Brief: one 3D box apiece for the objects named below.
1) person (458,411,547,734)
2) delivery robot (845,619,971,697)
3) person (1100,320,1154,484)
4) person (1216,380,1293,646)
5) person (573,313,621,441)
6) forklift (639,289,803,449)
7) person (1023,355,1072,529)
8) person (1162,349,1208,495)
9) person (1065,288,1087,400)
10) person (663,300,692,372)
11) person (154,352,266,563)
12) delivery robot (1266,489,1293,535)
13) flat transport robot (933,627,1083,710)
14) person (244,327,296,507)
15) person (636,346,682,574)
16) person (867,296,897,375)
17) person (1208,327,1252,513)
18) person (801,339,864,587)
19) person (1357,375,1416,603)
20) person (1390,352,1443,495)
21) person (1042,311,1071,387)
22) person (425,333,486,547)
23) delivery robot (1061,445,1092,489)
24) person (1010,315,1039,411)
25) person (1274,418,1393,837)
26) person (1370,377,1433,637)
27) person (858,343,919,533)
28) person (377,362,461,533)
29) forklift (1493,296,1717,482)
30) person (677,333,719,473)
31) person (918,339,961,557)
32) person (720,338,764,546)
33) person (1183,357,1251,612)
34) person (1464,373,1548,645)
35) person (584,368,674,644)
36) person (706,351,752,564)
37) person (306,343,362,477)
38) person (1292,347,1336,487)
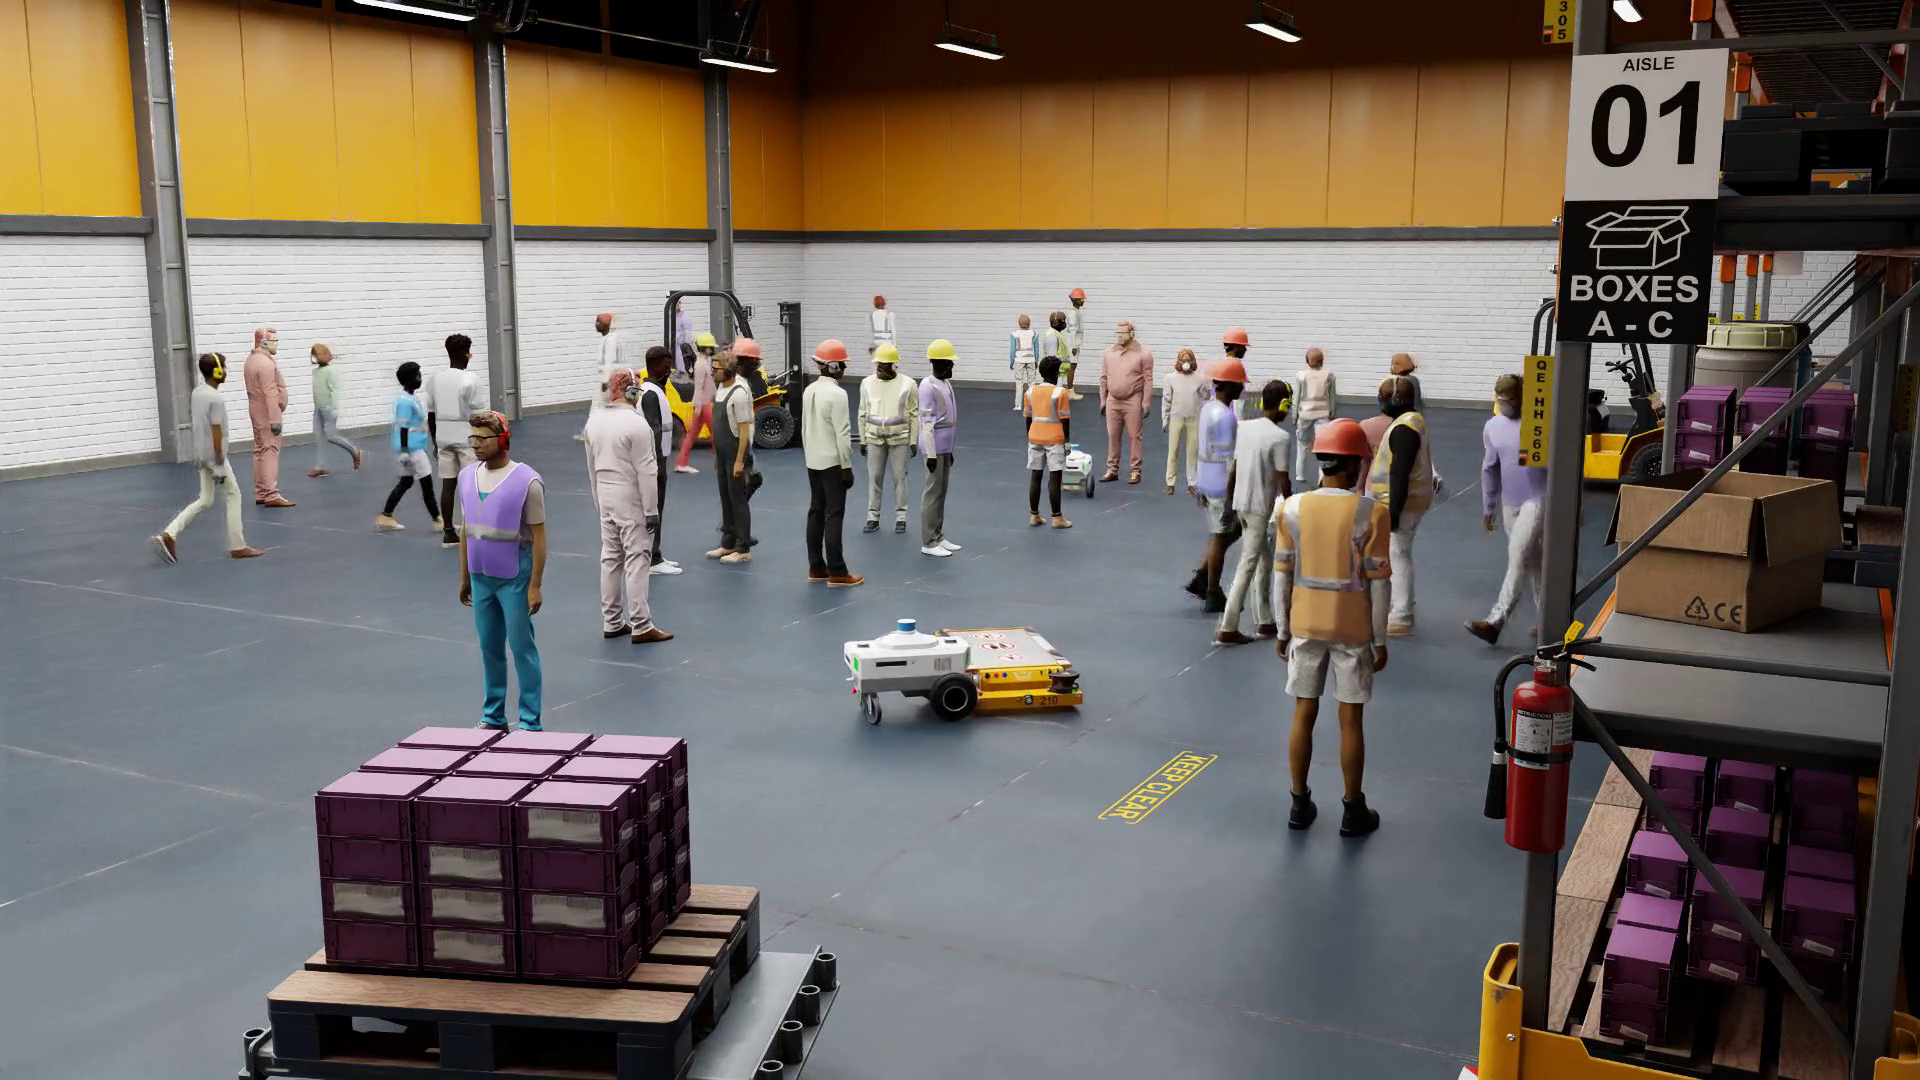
[{"bbox_3d":[-2.488,0.213,9.061,0.569,1.844,0.378,5,11,27],"label":"person"},{"bbox_3d":[-0.310,0.704,9.682,0.707,0.478,0.477,-2,10,-12],"label":"delivery robot"},{"bbox_3d":[1.916,-1.605,19.415,0.652,1.906,0.403,6,11,29],"label":"person"},{"bbox_3d":[2.100,-0.184,11.404,0.790,1.823,0.538,-5,11,-25],"label":"person"},{"bbox_3d":[-5.025,-2.318,23.772,0.979,1.833,0.596,-4,11,-24],"label":"person"},{"bbox_3d":[-3.358,-2.392,23.136,2.313,2.155,1.214,-1,10,-5],"label":"forklift"},{"bbox_3d":[0.863,-0.952,16.252,0.529,1.692,0.321,8,13,38],"label":"person"},{"bbox_3d":[2.498,-1.312,18.502,0.508,1.631,0.269,0,10,1],"label":"person"},{"bbox_3d":[2.130,-3.591,30.510,0.393,2.044,0.609,2,10,9],"label":"person"},{"bbox_3d":[-5.043,-3.344,29.475,0.652,1.908,0.409,9,13,41],"label":"person"},{"bbox_3d":[-6.562,-0.704,14.429,0.522,1.836,0.836,9,13,41],"label":"person"},{"bbox_3d":[2.957,-0.226,15.063,0.477,0.478,0.707,2,10,12],"label":"delivery robot"},{"bbox_3d":[0.264,0.772,10.376,0.652,0.197,1.431,-2,10,-11],"label":"flat transport robot"},{"bbox_3d":[-7.332,-1.302,17.666,0.401,1.904,0.650,-7,12,-37],"label":"person"},{"bbox_3d":[-2.572,-0.671,13.988,0.391,1.913,0.587,-2,10,-13],"label":"person"},{"bbox_3d":[-1.509,-3.740,31.971,0.617,1.868,0.342,4,11,22],"label":"person"},{"bbox_3d":[2.778,-1.207,17.022,0.376,1.932,0.551,-3,10,-18],"label":"person"},{"bbox_3d":[-1.049,-0.622,13.463,0.388,1.996,0.612,-7,12,-34],"label":"person"},{"bbox_3d":[3.275,-0.371,12.673,0.522,1.768,0.311,5,11,28],"label":"person"},{"bbox_3d":[4.984,-1.247,18.222,0.591,1.606,0.512,9,13,43],"label":"person"},{"bbox_3d":[1.409,-2.414,24.284,0.429,1.841,0.634,1,10,8],"label":"person"},{"bbox_3d":[-4.555,-0.901,15.160,0.613,1.963,0.362,3,10,19],"label":"person"},{"bbox_3d":[1.265,-0.816,18.480,0.477,0.478,0.707,2,10,10],"label":"delivery robot"},{"bbox_3d":[1.098,-3.011,28.321,0.511,1.641,0.309,-2,10,-13],"label":"person"},{"bbox_3d":[1.726,0.405,7.701,0.543,1.932,0.376,6,11,30],"label":"person"},{"bbox_3d":[3.114,-0.239,11.767,0.432,1.825,0.633,3,10,16],"label":"person"},{"bbox_3d":[-0.689,-0.973,15.973,0.591,1.829,0.404,2,10,10],"label":"person"},{"bbox_3d":[-5.258,-0.885,15.962,0.790,1.665,0.541,-3,10,-14],"label":"person"},{"bbox_3d":[7.296,-1.677,18.993,2.313,2.155,1.214,5,11,27],"label":"forklift"},{"bbox_3d":[-3.049,-1.649,20.213,0.909,1.720,0.526,-1,10,-5],"label":"person"},{"bbox_3d":[-0.179,-0.825,14.832,0.367,1.926,0.594,3,10,15],"label":"person"},{"bbox_3d":[-1.986,-0.878,15.165,0.429,1.917,0.570,-2,10,-12],"label":"person"},{"bbox_3d":[1.965,-0.399,12.371,0.394,1.921,0.552,0,10,-2],"label":"person"},{"bbox_3d":[3.833,-0.207,11.451,1.020,1.858,0.698,-5,11,-27],"label":"person"},{"bbox_3d":[-2.287,-0.236,11.504,0.639,1.903,0.409,8,13,39],"label":"person"},{"bbox_3d":[-2.009,-0.718,14.456,0.338,1.843,0.514,-6,11,-31],"label":"person"},{"bbox_3d":[-7.608,-1.577,20.086,0.511,1.610,0.627,8,12,38],"label":"person"},{"bbox_3d":[4.107,-1.423,19.248,0.530,1.603,0.837,0,10,2],"label":"person"}]
